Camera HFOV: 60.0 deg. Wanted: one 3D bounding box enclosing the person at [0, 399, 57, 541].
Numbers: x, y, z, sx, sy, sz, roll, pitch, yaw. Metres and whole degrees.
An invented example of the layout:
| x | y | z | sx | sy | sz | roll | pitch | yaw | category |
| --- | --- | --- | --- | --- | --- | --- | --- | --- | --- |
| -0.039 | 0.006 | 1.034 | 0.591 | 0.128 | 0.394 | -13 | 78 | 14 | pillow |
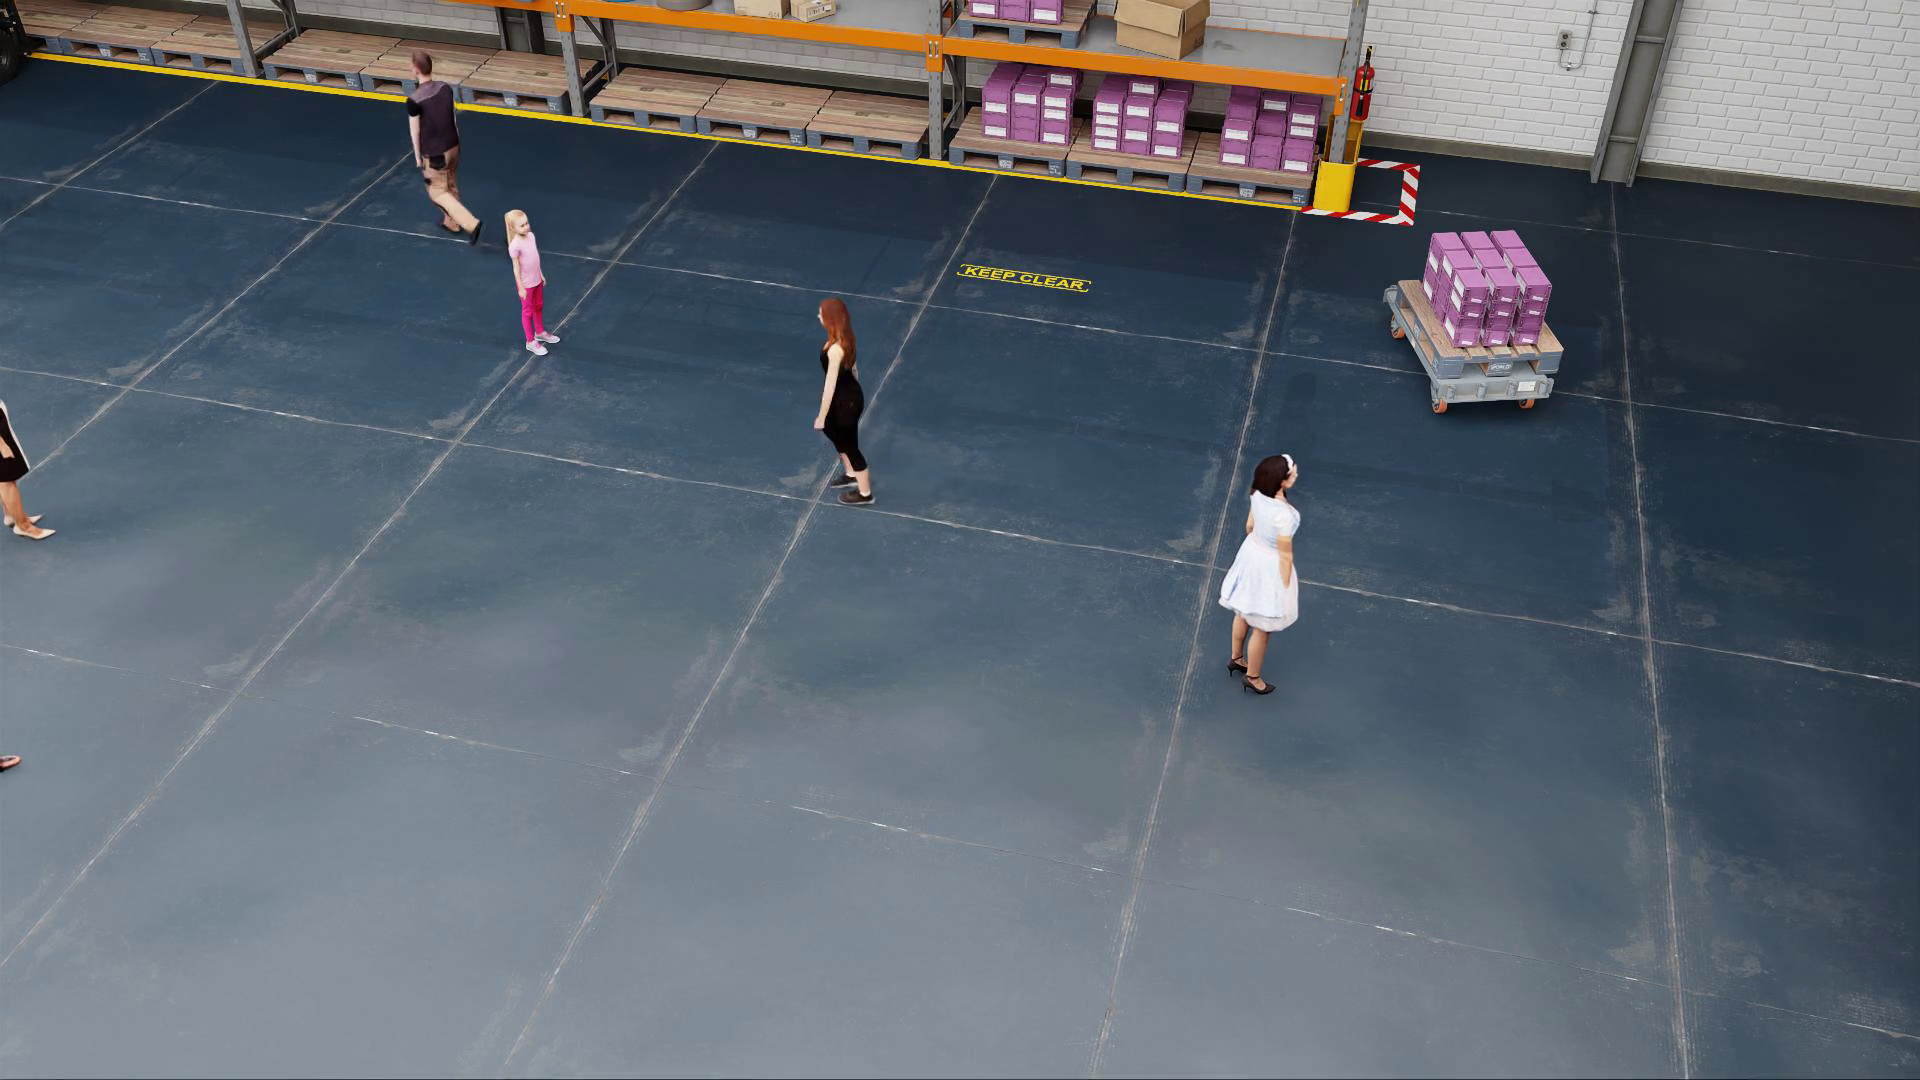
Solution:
| x | y | z | sx | sy | sz | roll | pitch | yaw | category |
| --- | --- | --- | --- | --- | --- | --- | --- | --- | --- |
| -6.865 | -0.750 | 11.734 | 0.770 | 1.753 | 0.659 | -30 | 47 | -32 | person |

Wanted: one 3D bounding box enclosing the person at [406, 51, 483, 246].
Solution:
| x | y | z | sx | sy | sz | roll | pitch | yaw | category |
| --- | --- | --- | --- | --- | --- | --- | --- | --- | --- |
| -4.696 | -3.543 | 15.177 | 1.093 | 1.820 | 0.857 | 21 | 43 | 25 | person |

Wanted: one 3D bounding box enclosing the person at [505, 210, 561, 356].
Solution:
| x | y | z | sx | sy | sz | roll | pitch | yaw | category |
| --- | --- | --- | --- | --- | --- | --- | --- | --- | --- |
| -3.607 | -2.180 | 13.911 | 0.520 | 1.270 | 0.512 | 13 | 41 | 16 | person |

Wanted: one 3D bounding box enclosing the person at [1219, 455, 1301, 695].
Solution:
| x | y | z | sx | sy | sz | roll | pitch | yaw | category |
| --- | --- | --- | --- | --- | --- | --- | --- | --- | --- |
| 1.916 | 0.217 | 10.472 | 0.908 | 1.817 | 0.856 | -14 | 41 | -17 | person |

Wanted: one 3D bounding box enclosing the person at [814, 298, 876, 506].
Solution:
| x | y | z | sx | sy | sz | roll | pitch | yaw | category |
| --- | --- | --- | --- | --- | --- | --- | --- | --- | --- |
| -0.737 | -0.980 | 12.056 | 0.703 | 1.711 | 0.682 | 0 | 39 | 0 | person |
